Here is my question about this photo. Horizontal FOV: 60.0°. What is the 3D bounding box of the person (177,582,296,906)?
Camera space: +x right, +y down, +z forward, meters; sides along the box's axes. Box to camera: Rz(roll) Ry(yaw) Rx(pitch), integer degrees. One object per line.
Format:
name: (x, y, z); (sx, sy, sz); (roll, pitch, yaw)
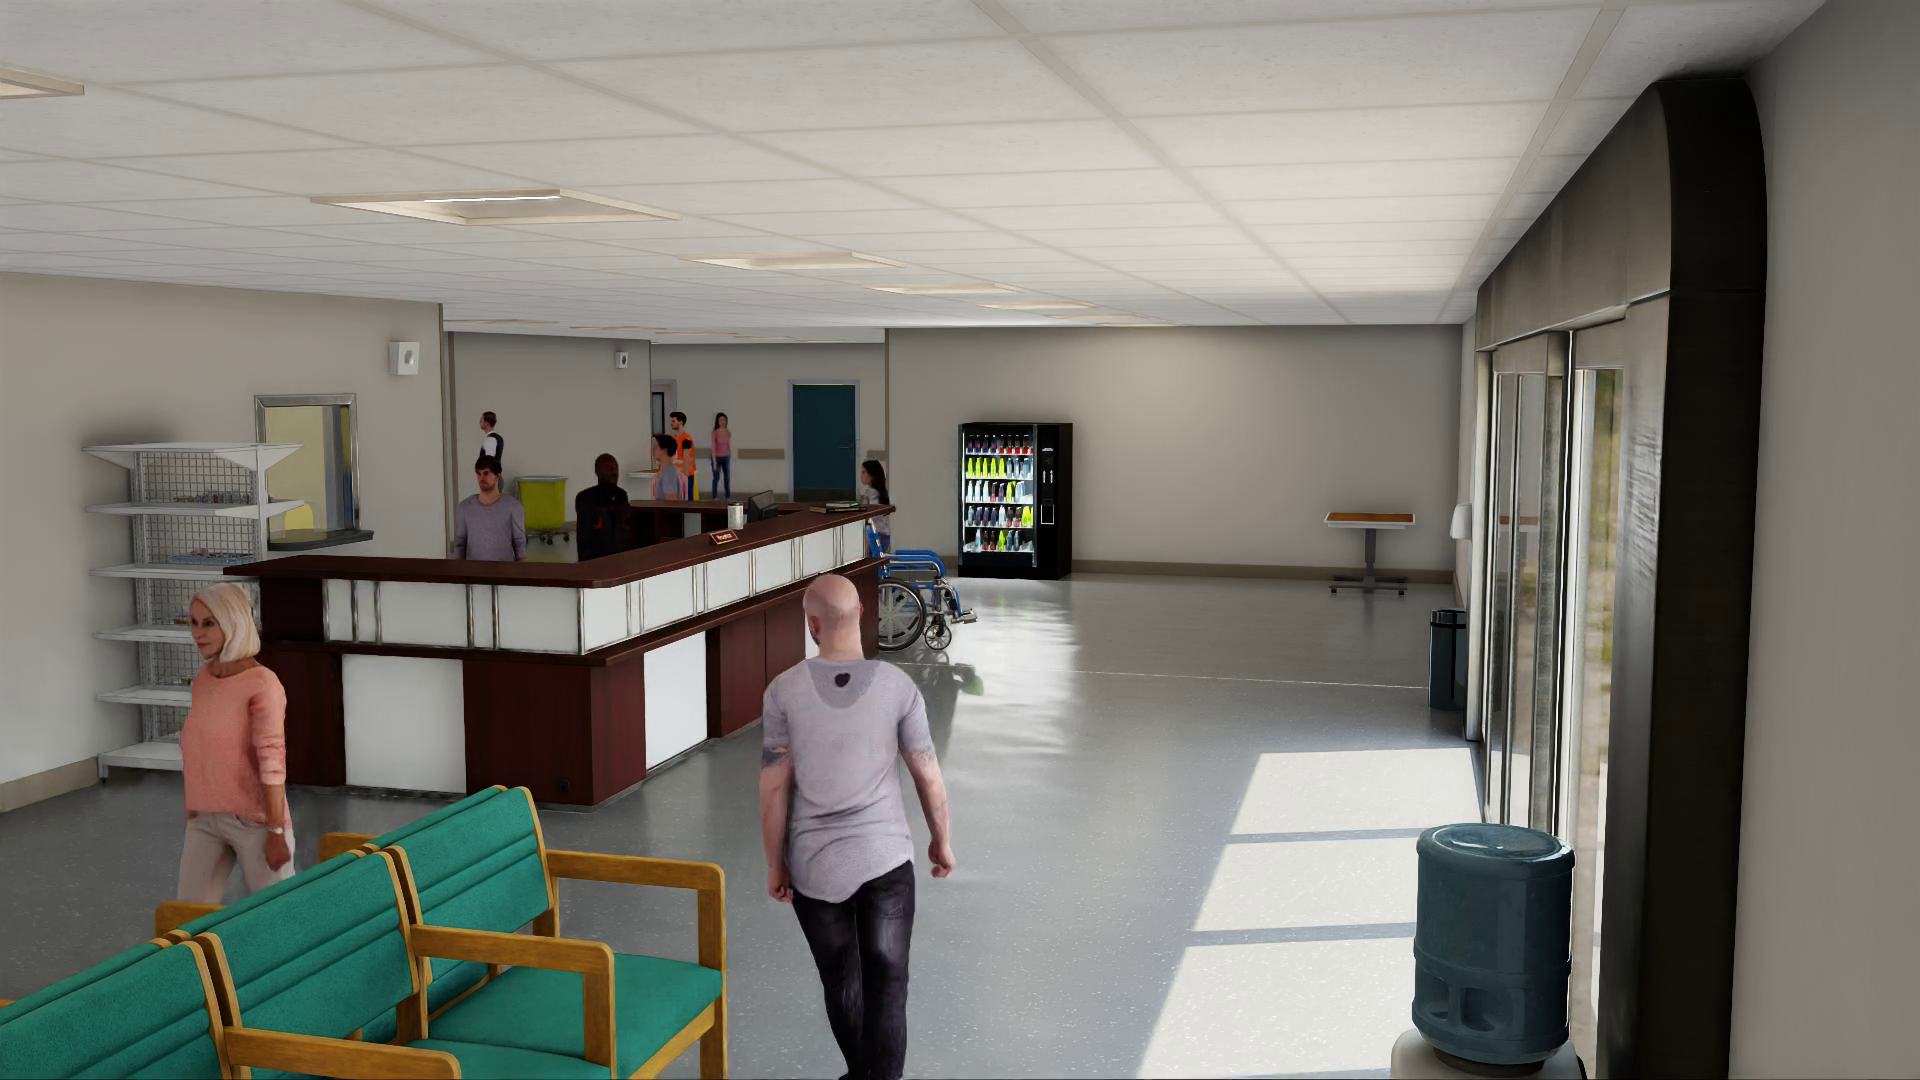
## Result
person: (-2.469, 1.004, 5.906); (1.089, 1.688, 0.785); (3, 6, 24)

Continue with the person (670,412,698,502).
person: (-3.964, -0.896, 23.822); (0.836, 1.881, 0.766); (-4, 7, -34)

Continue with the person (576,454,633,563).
person: (-2.838, 0.244, 12.981); (1.330, 1.783, 1.108); (6, 8, 44)

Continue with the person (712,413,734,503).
person: (-4.340, -1.419, 30.034); (1.096, 1.678, 1.180); (-4, 7, -35)

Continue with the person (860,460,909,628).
person: (-0.710, 0.045, 15.821); (0.756, 1.610, 0.694); (0, 6, 4)

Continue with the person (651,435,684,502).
person: (-2.609, -0.045, 15.546); (0.972, 1.844, 0.862); (0, 6, -3)

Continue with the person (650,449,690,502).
person: (-2.866, -0.093, 16.485); (0.654, 1.753, 0.727); (-2, 6, -23)

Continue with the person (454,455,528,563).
person: (-3.411, 0.300, 12.124); (0.577, 1.843, 0.782); (0, 6, -1)

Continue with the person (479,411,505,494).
person: (-6.166, -0.739, 21.967); (0.677, 1.939, 0.730); (0, 6, -4)

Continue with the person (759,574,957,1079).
person: (-0.343, 1.036, 5.050); (1.048, 1.795, 0.953); (1, 6, 7)
